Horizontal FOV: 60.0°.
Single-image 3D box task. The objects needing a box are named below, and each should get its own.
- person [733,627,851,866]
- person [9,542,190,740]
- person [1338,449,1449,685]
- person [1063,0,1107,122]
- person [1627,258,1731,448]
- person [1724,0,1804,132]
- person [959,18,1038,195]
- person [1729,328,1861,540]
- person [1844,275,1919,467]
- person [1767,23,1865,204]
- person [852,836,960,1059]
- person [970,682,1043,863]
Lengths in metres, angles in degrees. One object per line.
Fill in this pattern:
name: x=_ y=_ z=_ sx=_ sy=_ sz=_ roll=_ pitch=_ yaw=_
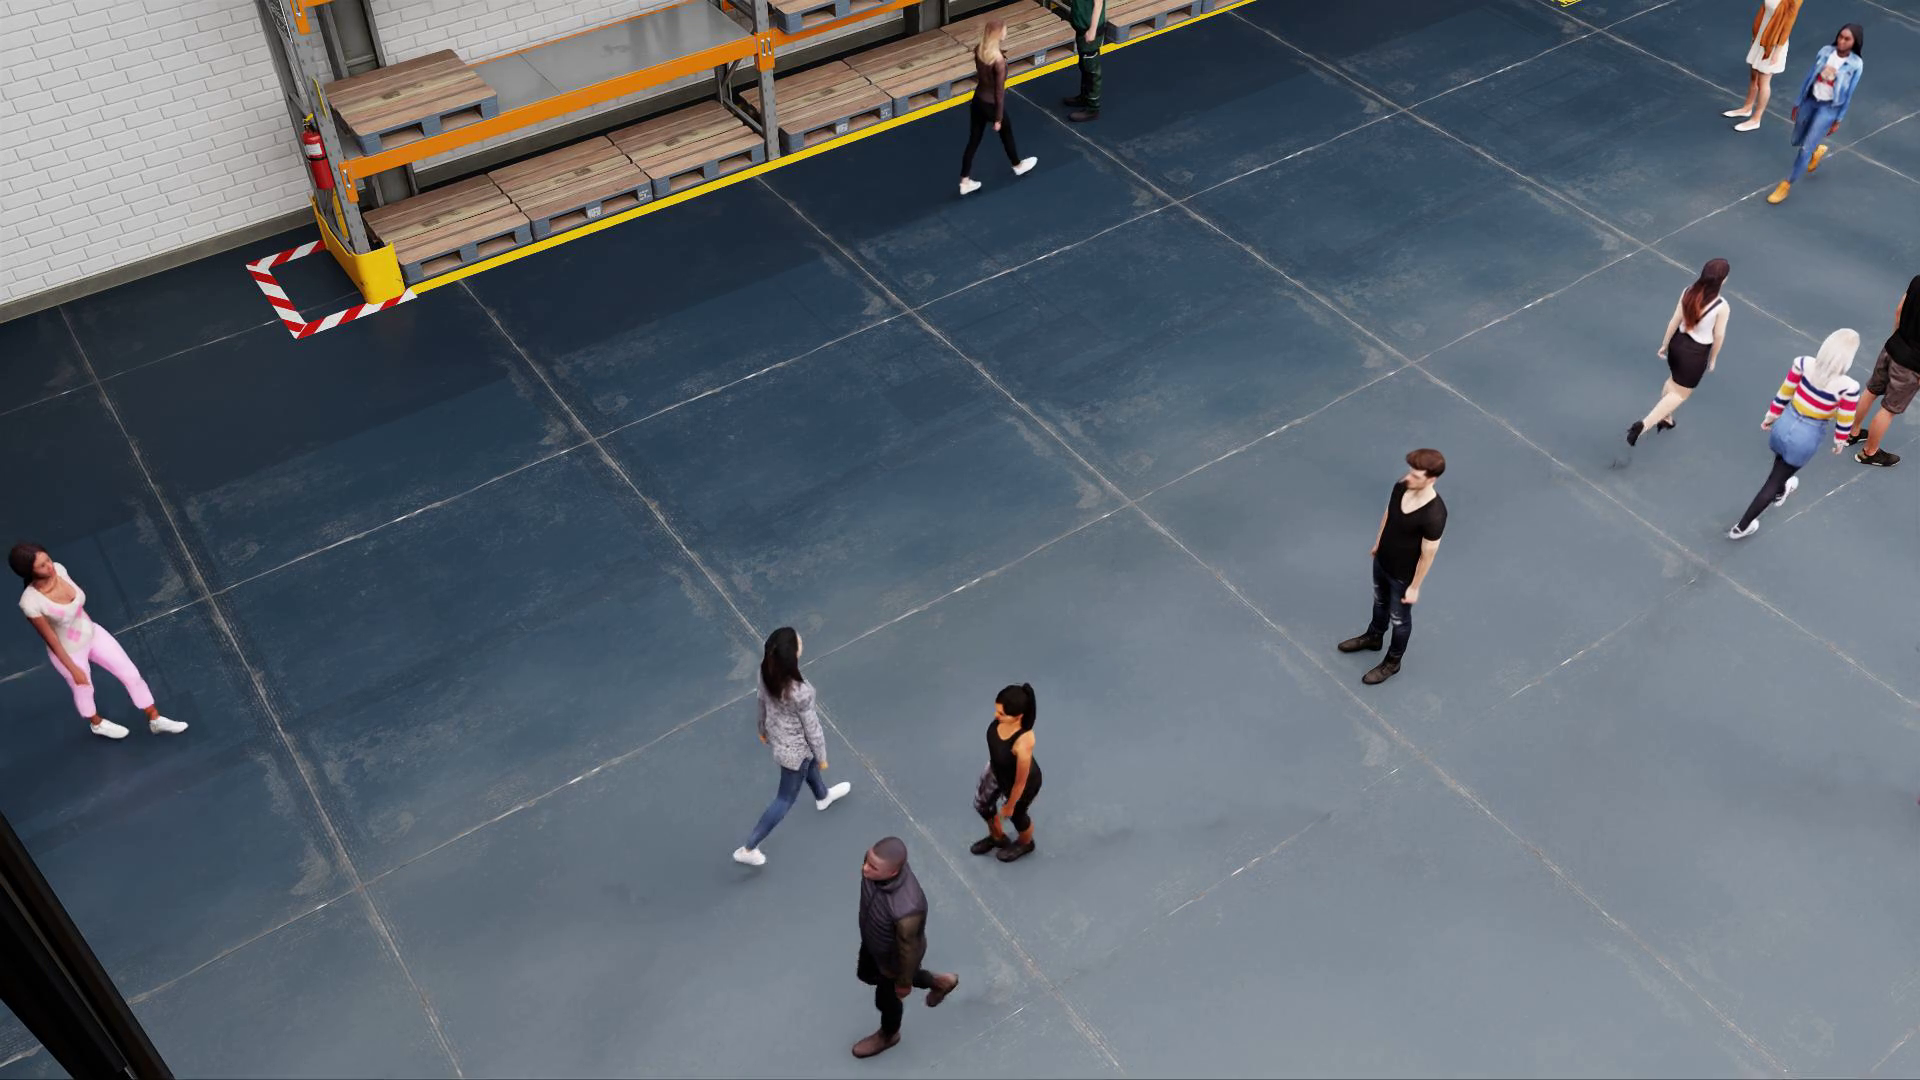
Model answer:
person: x=-1.059 y=1.222 z=9.726 sx=1.170 sy=1.700 sz=0.708 roll=-30 pitch=51 yaw=-28
person: x=-5.537 y=0.661 z=10.303 sx=0.975 sy=1.718 sz=0.928 roll=9 pitch=44 yaw=9
person: x=2.849 y=0.146 z=10.713 sx=0.671 sy=1.897 sz=0.726 roll=-14 pitch=45 yaw=-14
person: x=1.259 y=-5.003 z=16.115 sx=0.763 sy=1.901 sz=0.766 roll=-3 pitch=44 yaw=-3
person: x=5.412 y=-1.352 z=12.481 sx=0.945 sy=1.628 sz=0.552 roll=-26 pitch=49 yaw=-24
person: x=7.832 y=-4.801 z=16.037 sx=0.729 sy=1.716 sz=0.706 roll=-3 pitch=44 yaw=-3
person: x=0.191 y=-3.900 z=15.135 sx=1.055 sy=1.656 sz=0.622 roll=-27 pitch=50 yaw=-25
person: x=5.832 y=-0.699 z=11.690 sx=1.010 sy=1.773 sz=0.675 roll=-25 pitch=49 yaw=-24
person: x=7.021 y=-1.379 z=12.339 sx=0.750 sy=1.862 sz=0.759 roll=-6 pitch=44 yaw=-6
person: x=7.856 y=-3.898 z=15.108 sx=0.997 sy=1.689 sz=0.606 roll=-27 pitch=50 yaw=-26
person: x=-0.289 y=2.105 z=8.710 sx=0.956 sy=1.824 sz=0.807 roll=-18 pitch=46 yaw=-18
person: x=0.387 y=1.343 z=9.631 sx=0.675 sy=1.657 sz=0.657 roll=-15 pitch=46 yaw=-15
